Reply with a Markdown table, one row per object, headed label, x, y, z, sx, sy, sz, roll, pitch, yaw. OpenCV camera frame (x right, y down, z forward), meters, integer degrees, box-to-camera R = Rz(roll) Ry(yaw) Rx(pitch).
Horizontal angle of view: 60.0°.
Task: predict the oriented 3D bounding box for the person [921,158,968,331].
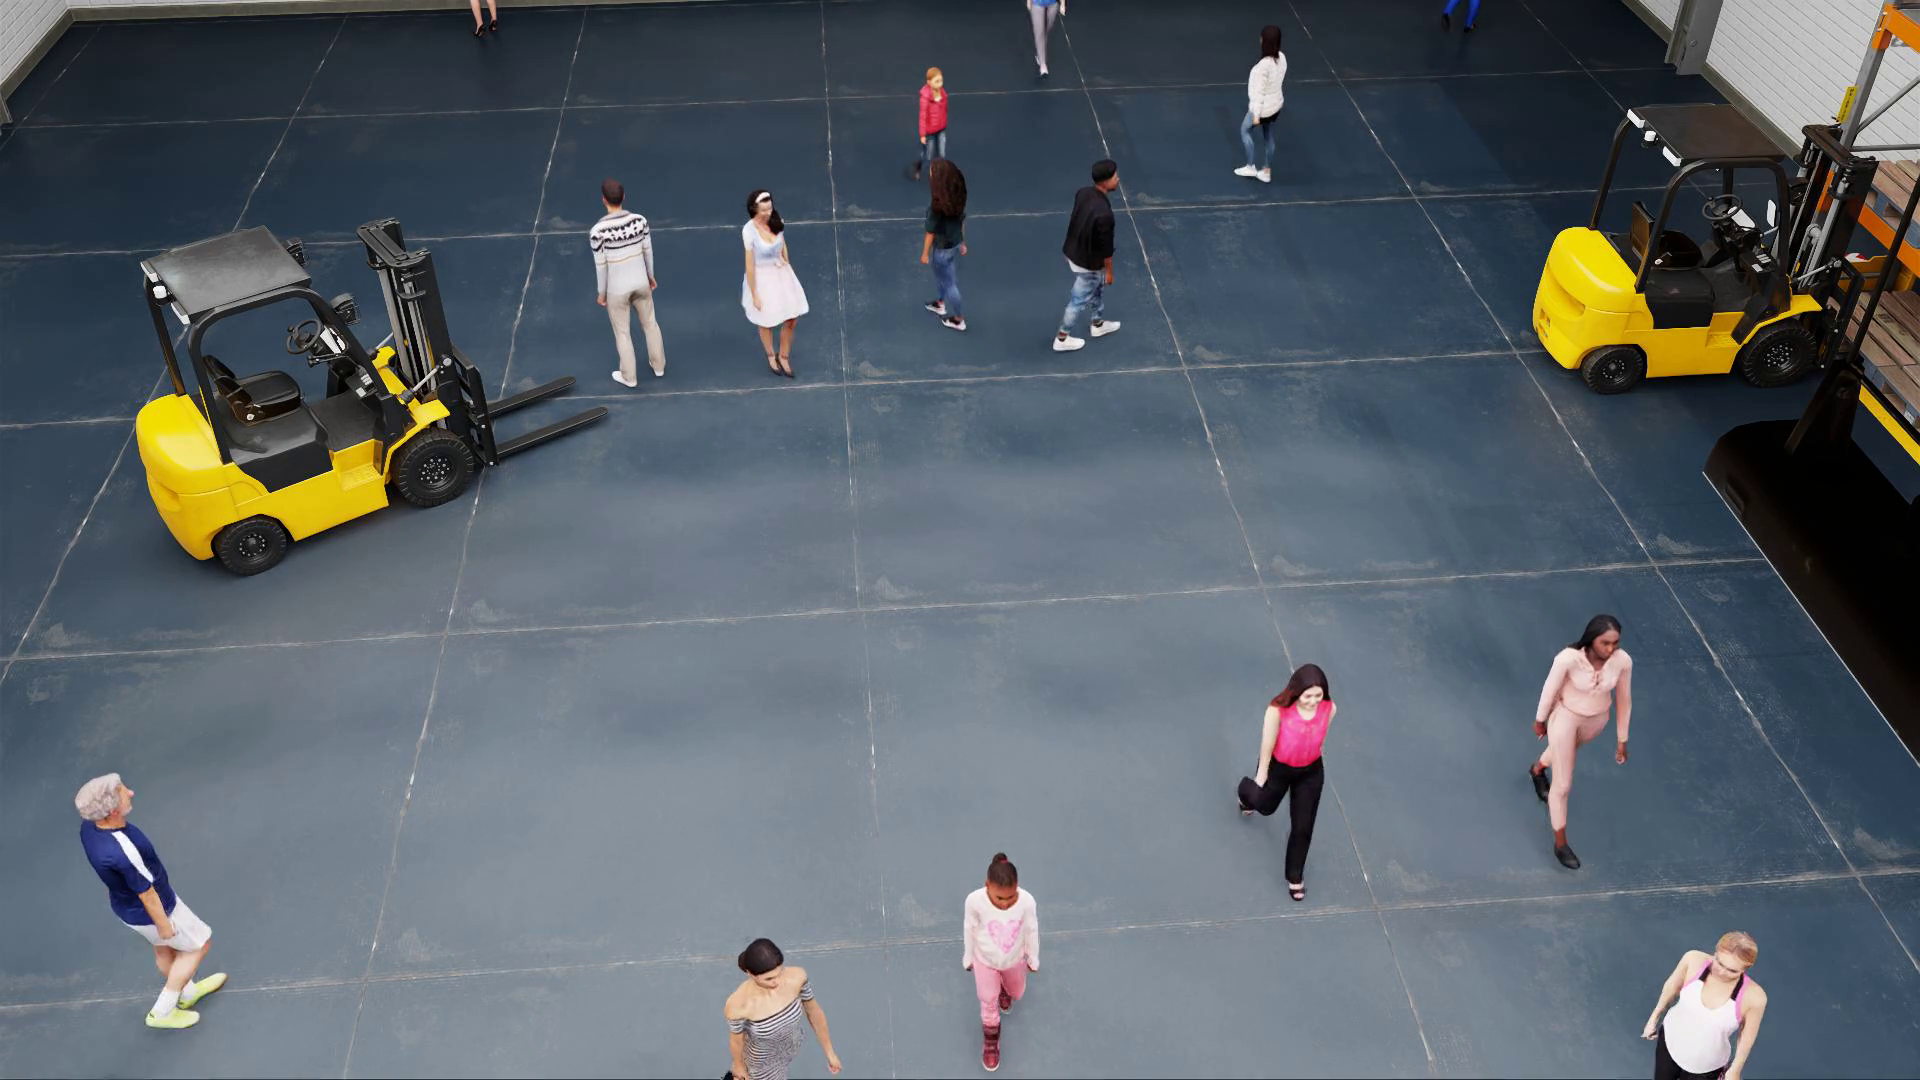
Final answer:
| label | x | y | z | sx | sy | sz | roll | pitch | yaw |
| --- | --- | --- | --- | --- | --- | --- | --- | --- | --- |
| person | -0.057 | -2.569 | 14.695 | 0.856 | 1.599 | 0.812 | 20 | 43 | 24 |

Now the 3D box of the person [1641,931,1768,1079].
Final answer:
| label | x | y | z | sx | sy | sz | roll | pitch | yaw |
| --- | --- | --- | --- | --- | --- | --- | --- | --- | --- |
| person | 3.687 | 2.475 | 8.237 | 0.847 | 1.774 | 0.781 | -26 | 45 | -29 |

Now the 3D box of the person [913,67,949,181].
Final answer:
| label | x | y | z | sx | sy | sz | roll | pitch | yaw |
| --- | --- | --- | --- | --- | --- | --- | --- | --- | --- |
| person | -0.308 | -4.193 | 16.963 | 0.730 | 1.305 | 0.859 | -24 | 45 | -27 |

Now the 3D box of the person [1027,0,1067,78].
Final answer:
| label | x | y | z | sx | sy | sz | roll | pitch | yaw |
| --- | --- | --- | --- | --- | --- | --- | --- | --- | --- |
| person | 0.968 | -6.240 | 19.311 | 0.615 | 1.573 | 1.010 | -6 | 39 | -7 |

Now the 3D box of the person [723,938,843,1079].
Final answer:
| label | x | y | z | sx | sy | sz | roll | pitch | yaw |
| --- | --- | --- | --- | --- | --- | --- | --- | --- | --- |
| person | -0.974 | 2.483 | 8.226 | 1.031 | 1.777 | 1.180 | -28 | 46 | -31 |

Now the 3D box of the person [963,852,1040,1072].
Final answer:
| label | x | y | z | sx | sy | sz | roll | pitch | yaw |
| --- | --- | --- | --- | --- | --- | --- | --- | --- | --- |
| person | 0.218 | 2.151 | 8.909 | 0.601 | 1.443 | 0.836 | 0 | 39 | 0 |

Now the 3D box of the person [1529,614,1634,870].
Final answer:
| label | x | y | z | sx | sy | sz | roll | pitch | yaw |
| --- | --- | --- | --- | --- | --- | --- | --- | --- | --- |
| person | 3.701 | 1.065 | 10.088 | 0.624 | 1.669 | 1.126 | -4 | 39 | -4 |

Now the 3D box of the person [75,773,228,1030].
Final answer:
| label | x | y | z | sx | sy | sz | roll | pitch | yaw |
| --- | --- | --- | --- | --- | --- | --- | --- | --- | --- |
| person | -4.398 | 1.968 | 8.831 | 0.832 | 1.826 | 0.894 | 27 | 46 | 29 |

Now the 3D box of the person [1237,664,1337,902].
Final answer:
| label | x | y | z | sx | sy | sz | roll | pitch | yaw |
| --- | --- | --- | --- | --- | --- | --- | --- | --- | --- |
| person | 1.914 | 1.309 | 9.813 | 0.652 | 1.630 | 1.065 | -6 | 39 | -7 |

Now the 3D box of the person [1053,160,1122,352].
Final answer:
| label | x | y | z | sx | sy | sz | roll | pitch | yaw |
| --- | --- | --- | --- | --- | --- | --- | --- | --- | --- |
| person | 1.020 | -2.429 | 14.377 | 0.894 | 1.777 | 0.951 | -12 | 40 | -15 |

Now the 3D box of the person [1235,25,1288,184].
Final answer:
| label | x | y | z | sx | sy | sz | roll | pitch | yaw |
| --- | --- | --- | --- | --- | --- | --- | --- | --- | --- |
| person | 3.188 | -4.416 | 16.988 | 0.817 | 1.623 | 0.761 | 30 | 47 | 32 |

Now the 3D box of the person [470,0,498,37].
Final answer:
| label | x | y | z | sx | sy | sz | roll | pitch | yaw |
| --- | --- | --- | --- | --- | --- | --- | --- | --- | --- |
| person | -5.889 | -6.968 | 20.086 | 0.717 | 1.744 | 0.670 | 30 | 48 | 32 |

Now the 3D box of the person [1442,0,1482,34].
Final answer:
| label | x | y | z | sx | sy | sz | roll | pitch | yaw |
| --- | --- | --- | --- | --- | --- | --- | --- | --- | --- |
| person | 6.175 | -6.893 | 20.040 | 0.972 | 1.684 | 1.012 | 31 | 48 | 33 |

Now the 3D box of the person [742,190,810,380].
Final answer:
| label | x | y | z | sx | sy | sz | roll | pitch | yaw |
| --- | --- | --- | --- | --- | --- | --- | --- | --- | --- |
| person | -1.669 | -2.163 | 14.032 | 0.867 | 1.791 | 0.947 | -26 | 45 | -29 |

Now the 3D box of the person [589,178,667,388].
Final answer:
| label | x | y | z | sx | sy | sz | roll | pitch | yaw |
| --- | --- | --- | --- | --- | --- | --- | --- | --- | --- |
| person | -2.801 | -2.154 | 13.966 | 0.764 | 1.860 | 0.751 | -25 | 45 | -28 |
